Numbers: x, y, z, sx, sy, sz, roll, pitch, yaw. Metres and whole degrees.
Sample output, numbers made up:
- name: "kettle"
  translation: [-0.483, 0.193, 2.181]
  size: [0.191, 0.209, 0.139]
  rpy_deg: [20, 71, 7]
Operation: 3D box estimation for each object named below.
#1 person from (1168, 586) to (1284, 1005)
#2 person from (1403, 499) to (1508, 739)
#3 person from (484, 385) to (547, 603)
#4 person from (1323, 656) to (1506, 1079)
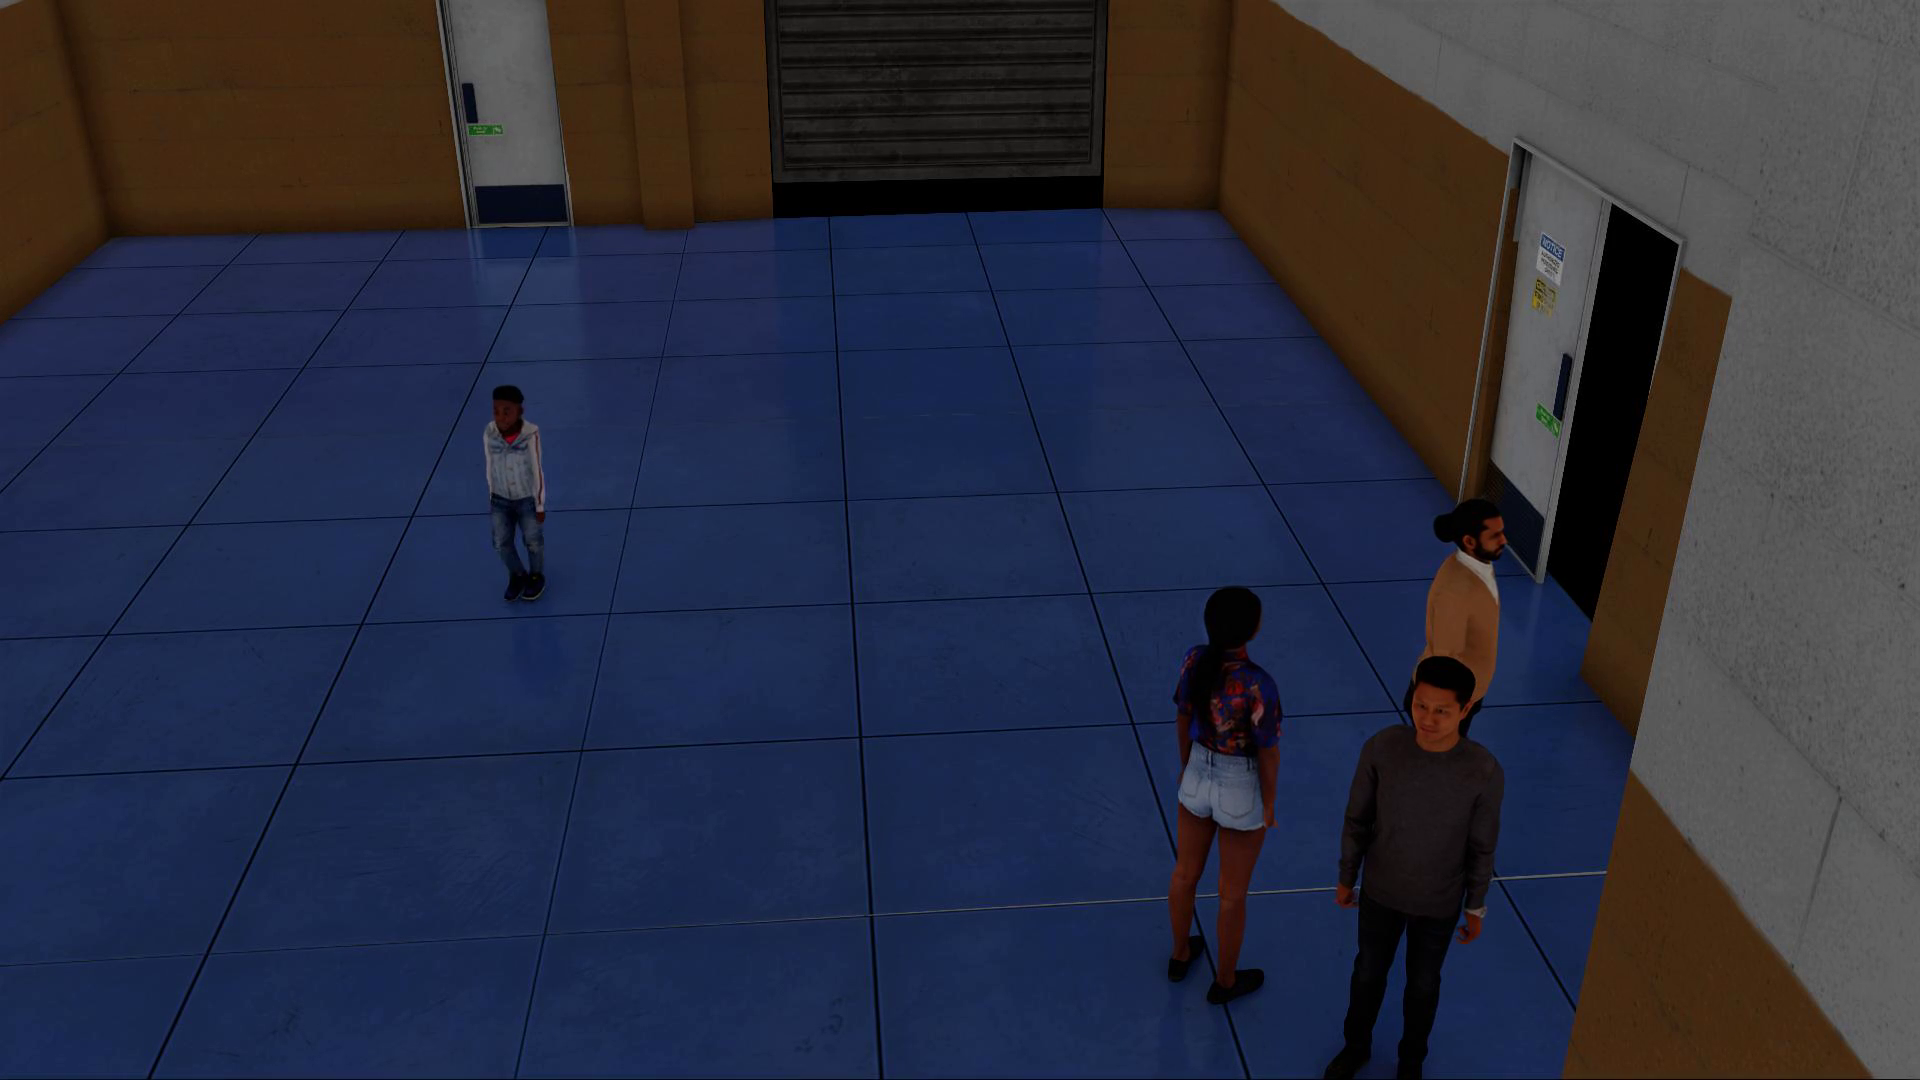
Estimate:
- name: "person"
  translation: [0.966, 0.936, 6.152]
  size: [0.667, 1.743, 0.715]
  rpy_deg: [23, 35, 38]
- name: "person"
  translation: [1.970, 0.633, 6.729]
  size: [0.767, 1.754, 0.756]
  rpy_deg: [12, 29, 23]
- name: "person"
  translation: [-2.396, -0.285, 9.100]
  size: [0.502, 1.254, 0.602]
  rpy_deg: [3, 27, 6]
- name: "person"
  translation: [1.547, 1.176, 5.653]
  size: [0.647, 1.767, 0.781]
  rpy_deg: [-9, 28, -17]
